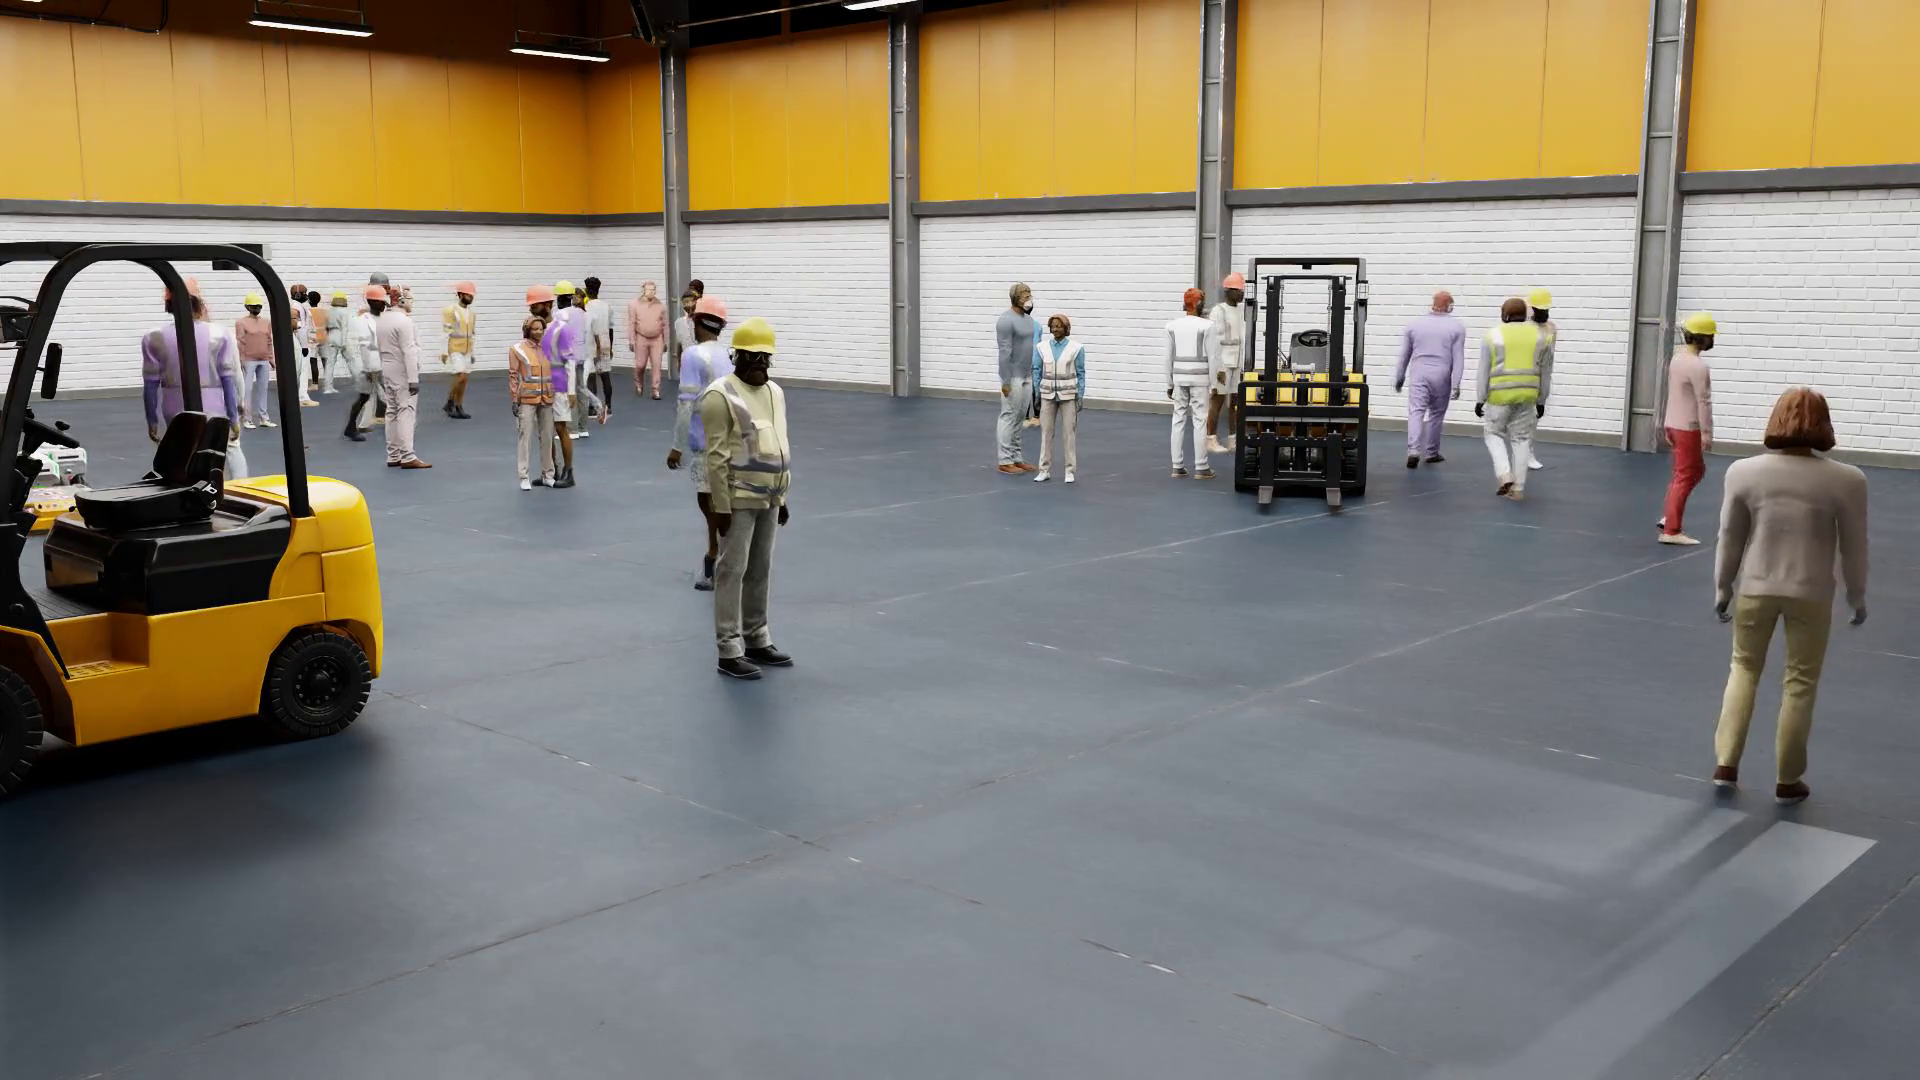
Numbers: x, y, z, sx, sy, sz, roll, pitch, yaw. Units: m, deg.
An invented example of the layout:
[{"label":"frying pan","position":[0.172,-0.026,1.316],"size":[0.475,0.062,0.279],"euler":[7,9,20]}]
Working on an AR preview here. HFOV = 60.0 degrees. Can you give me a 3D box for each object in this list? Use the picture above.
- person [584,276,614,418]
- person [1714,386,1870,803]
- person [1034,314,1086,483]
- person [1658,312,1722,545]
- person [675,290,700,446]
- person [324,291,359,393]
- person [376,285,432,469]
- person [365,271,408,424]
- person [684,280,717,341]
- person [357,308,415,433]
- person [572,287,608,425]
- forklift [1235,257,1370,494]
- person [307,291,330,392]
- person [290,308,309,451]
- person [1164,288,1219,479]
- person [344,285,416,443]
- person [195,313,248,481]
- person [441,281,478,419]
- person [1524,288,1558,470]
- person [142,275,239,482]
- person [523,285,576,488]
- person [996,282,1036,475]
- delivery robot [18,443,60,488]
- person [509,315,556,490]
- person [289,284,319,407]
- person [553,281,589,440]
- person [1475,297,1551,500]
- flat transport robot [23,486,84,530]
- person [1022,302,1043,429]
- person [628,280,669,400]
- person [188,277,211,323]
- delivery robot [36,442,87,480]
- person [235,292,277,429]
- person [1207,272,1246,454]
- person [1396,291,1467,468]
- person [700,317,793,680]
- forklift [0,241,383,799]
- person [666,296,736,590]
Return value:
[{"label":"person","position":[-5.079,-2.676,23.145],"size":[0.364,1.965,0.610],"euler":[8,12,40]},{"label":"person","position":[3.199,0.222,6.415],"size":[0.522,1.632,0.345],"euler":[7,12,39]},{"label":"person","position":[0.964,-1.372,16.148],"size":[0.515,1.641,0.315],"euler":[3,10,19]},{"label":"person","position":[5.473,-0.824,12.451],"size":[0.392,1.750,0.543],"euler":[0,9,2]},{"label":"person","position":[-3.117,-2.049,19.723],"size":[0.514,1.837,0.893],"euler":[1,9,6]},{"label":"person","position":[-10.353,-3.312,27.889],"size":[0.491,1.689,0.855],"euler":[5,10,26]},{"label":"person","position":[-5.787,-1.693,17.307],"size":[0.399,1.907,0.644],"euler":[-8,12,-42]},{"label":"person","position":[-7.760,-2.574,22.294],"size":[0.535,2.000,0.674],"euler":[4,10,25]},{"label":"person","position":[-3.799,-2.845,24.343],"size":[0.588,1.915,0.398],"euler":[6,11,32]},{"label":"person","position":[-7.271,-2.116,20.850],"size":[0.822,1.594,0.520],"euler":[-1,9,-6]},{"label":"person","position":[-4.847,-2.356,21.584],"size":[0.533,1.846,0.836],"euler":[4,10,25]},{"label":"forklift","position":[3.309,-1.629,16.029],"size":[1.214,2.155,2.313],"euler":[2,9,11]},{"label":"person","position":[-10.895,-3.359,28.159],"size":[0.318,1.697,0.535],"euler":[6,11,33]},{"label":"person","position":[-7.612,-1.828,18.962],"size":[0.269,1.632,0.504],"euler":[-2,10,-14]},{"label":"person","position":[2.295,-1.545,16.458],"size":[0.574,1.887,0.355],"euler":[6,11,34]},{"label":"person","position":[-7.010,-2.090,19.822],"size":[0.987,1.895,0.554],"euler":[4,10,22]},{"label":"person","position":[-6.274,-1.125,13.946],"size":[0.989,1.881,0.706],"euler":[8,12,41]},{"label":"person","position":[-6.852,-2.604,22.890],"size":[0.507,1.907,0.573],"euler":[4,10,24]},{"label":"person","position":[5.871,-1.651,17.139],"size":[0.596,1.873,0.607],"euler":[-4,10,-25]},{"label":"person","position":[-5.664,-0.925,12.264],"size":[0.621,2.020,0.626],"euler":[-4,10,-25]},{"label":"person","position":[-3.885,-1.444,15.725],"size":[0.590,1.922,0.408],"euler":[5,10,27]},{"label":"person","position":[0.570,-1.629,16.810],"size":[0.352,1.937,0.635],"euler":[5,10,26]},{"label":"delivery robot","position":[-8.090,-0.604,14.474],"size":[0.477,0.478,0.707],"euler":[-7,12,-38]},{"label":"person","position":[-3.986,-1.289,15.652],"size":[0.525,1.636,0.307],"euler":[-8,12,-39]},{"label":"person","position":[-9.941,-2.935,25.114],"size":[0.429,1.842,0.636],"euler":[-6,11,-32]},{"label":"person","position":[-4.745,-2.175,20.191],"size":[0.378,1.928,0.585],"euler":[4,10,21]},{"label":"person","position":[4.935,-1.253,14.888],"size":[0.683,1.822,0.440],"euler":[0,9,-2]},{"label":"flat transport robot","position":[-7.429,-0.282,13.650],"size":[0.652,0.197,1.431],"euler":[-8,12,-39]},{"label":"person","position":[0.864,-2.287,21.574],"size":[0.321,1.699,0.535],"euler":[8,12,42]},{"label":"person","position":[-4.938,-3.173,26.407],"size":[0.662,1.889,0.642],"euler":[-4,10,-21]},{"label":"person","position":[-11.429,-2.997,25.156],"size":[0.725,1.962,0.638],"euler":[-8,12,-42]},{"label":"delivery robot","position":[-8.425,-0.768,15.476],"size":[0.707,0.478,0.477],"euler":[8,12,42]},{"label":"person","position":[-9.146,-2.330,21.636],"size":[0.329,1.769,0.526],"euler":[6,11,32]},{"label":"person","position":[3.046,-1.965,18.639],"size":[0.533,2.033,0.625],"euler":[9,13,43]},{"label":"person","position":[4.924,-1.686,17.472],"size":[0.732,1.851,0.999],"euler":[5,11,29]},{"label":"person","position":[-1.065,-0.220,8.513],"size":[0.404,1.829,0.592],"euler":[5,11,28]},{"label":"forklift","position":[-3.706,-0.171,7.093],"size":[1.214,2.155,2.313],"euler":[9,13,43]},{"label":"person","position":[-1.607,-0.626,10.823],"size":[0.462,1.895,0.617],"euler":[4,10,25]}]
